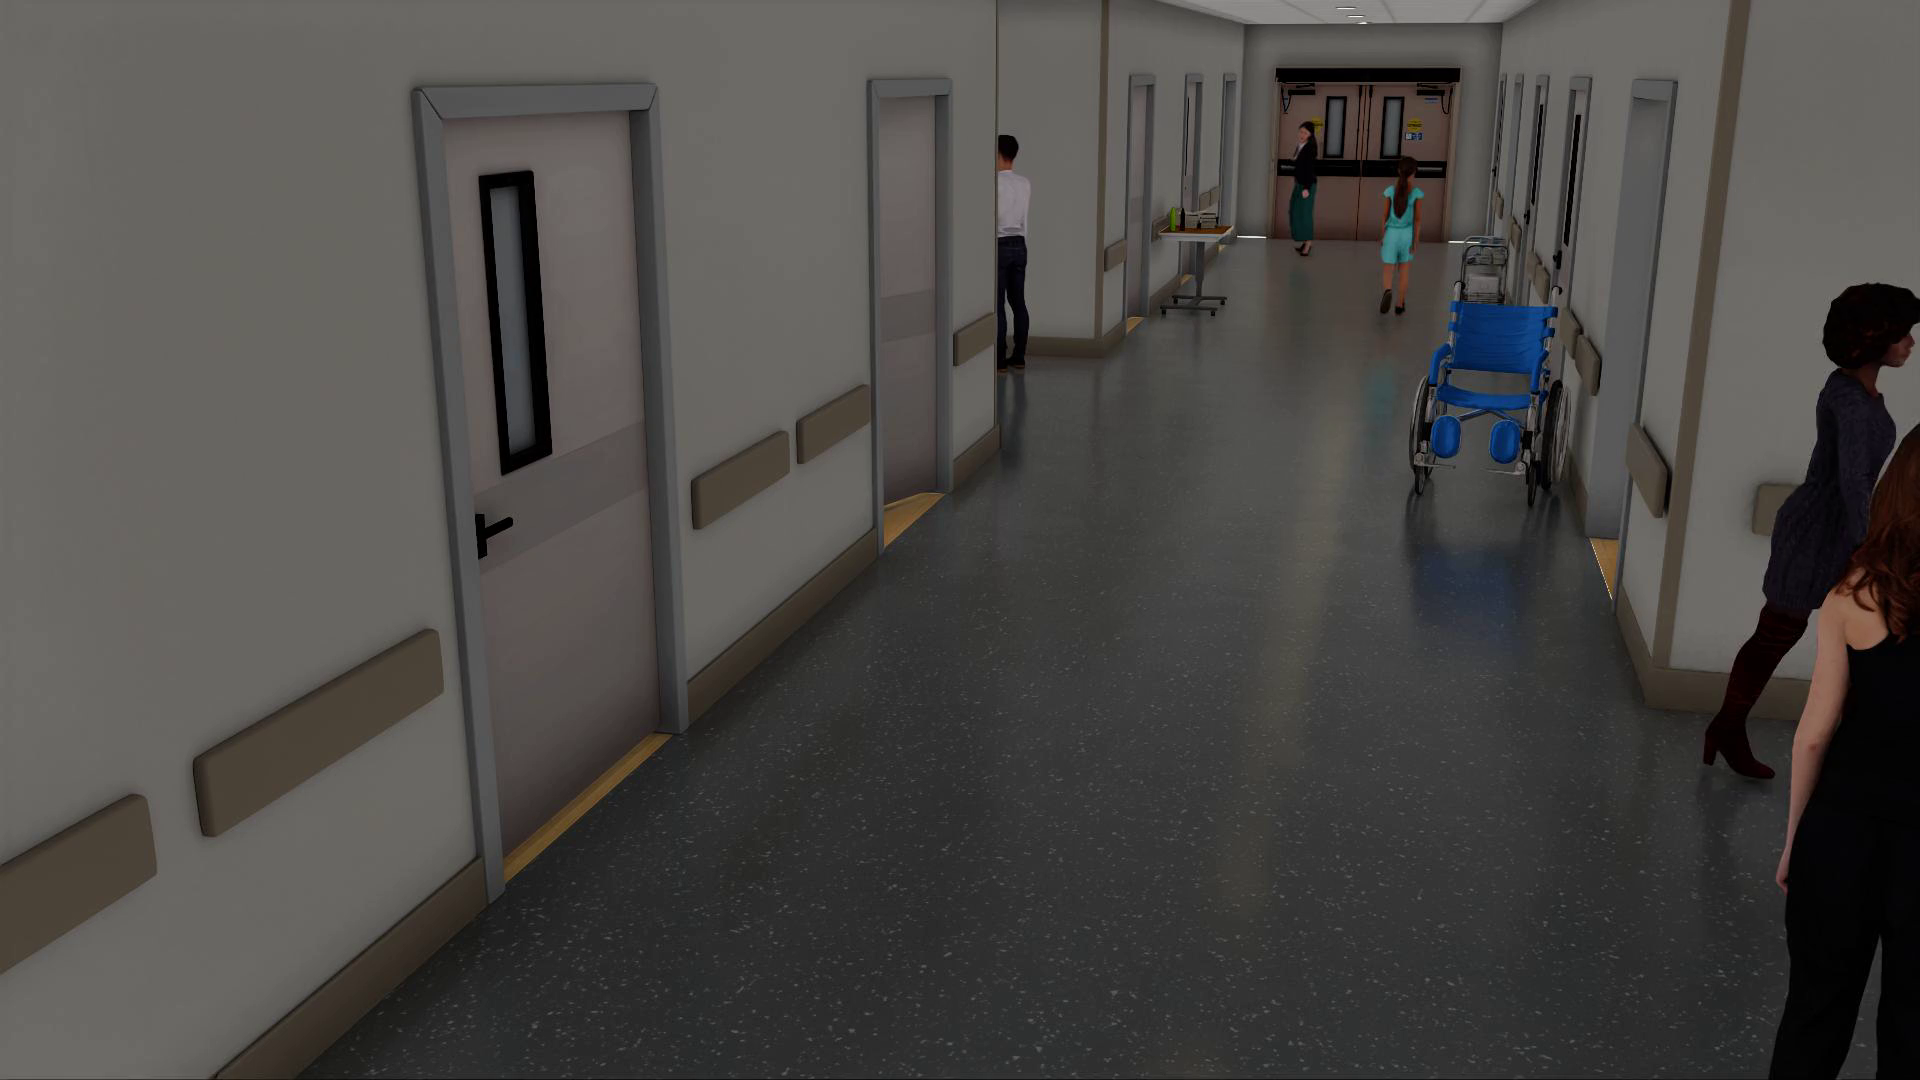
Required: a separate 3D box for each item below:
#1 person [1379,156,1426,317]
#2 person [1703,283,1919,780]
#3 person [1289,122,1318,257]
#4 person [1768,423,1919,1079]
[{"bbox_3d":[4.264,-2.932,16.187,0.584,1.542,0.920,6,17,19],"label":"person"},{"bbox_3d":[2.758,0.000,5.522,0.859,1.686,0.889,10,18,31],"label":"person"},{"bbox_3d":[4.490,-4.544,21.599,0.941,1.709,0.754,0,16,1],"label":"person"},{"bbox_3d":[1.810,0.617,3.225,0.641,1.745,0.640,12,20,36],"label":"person"}]
